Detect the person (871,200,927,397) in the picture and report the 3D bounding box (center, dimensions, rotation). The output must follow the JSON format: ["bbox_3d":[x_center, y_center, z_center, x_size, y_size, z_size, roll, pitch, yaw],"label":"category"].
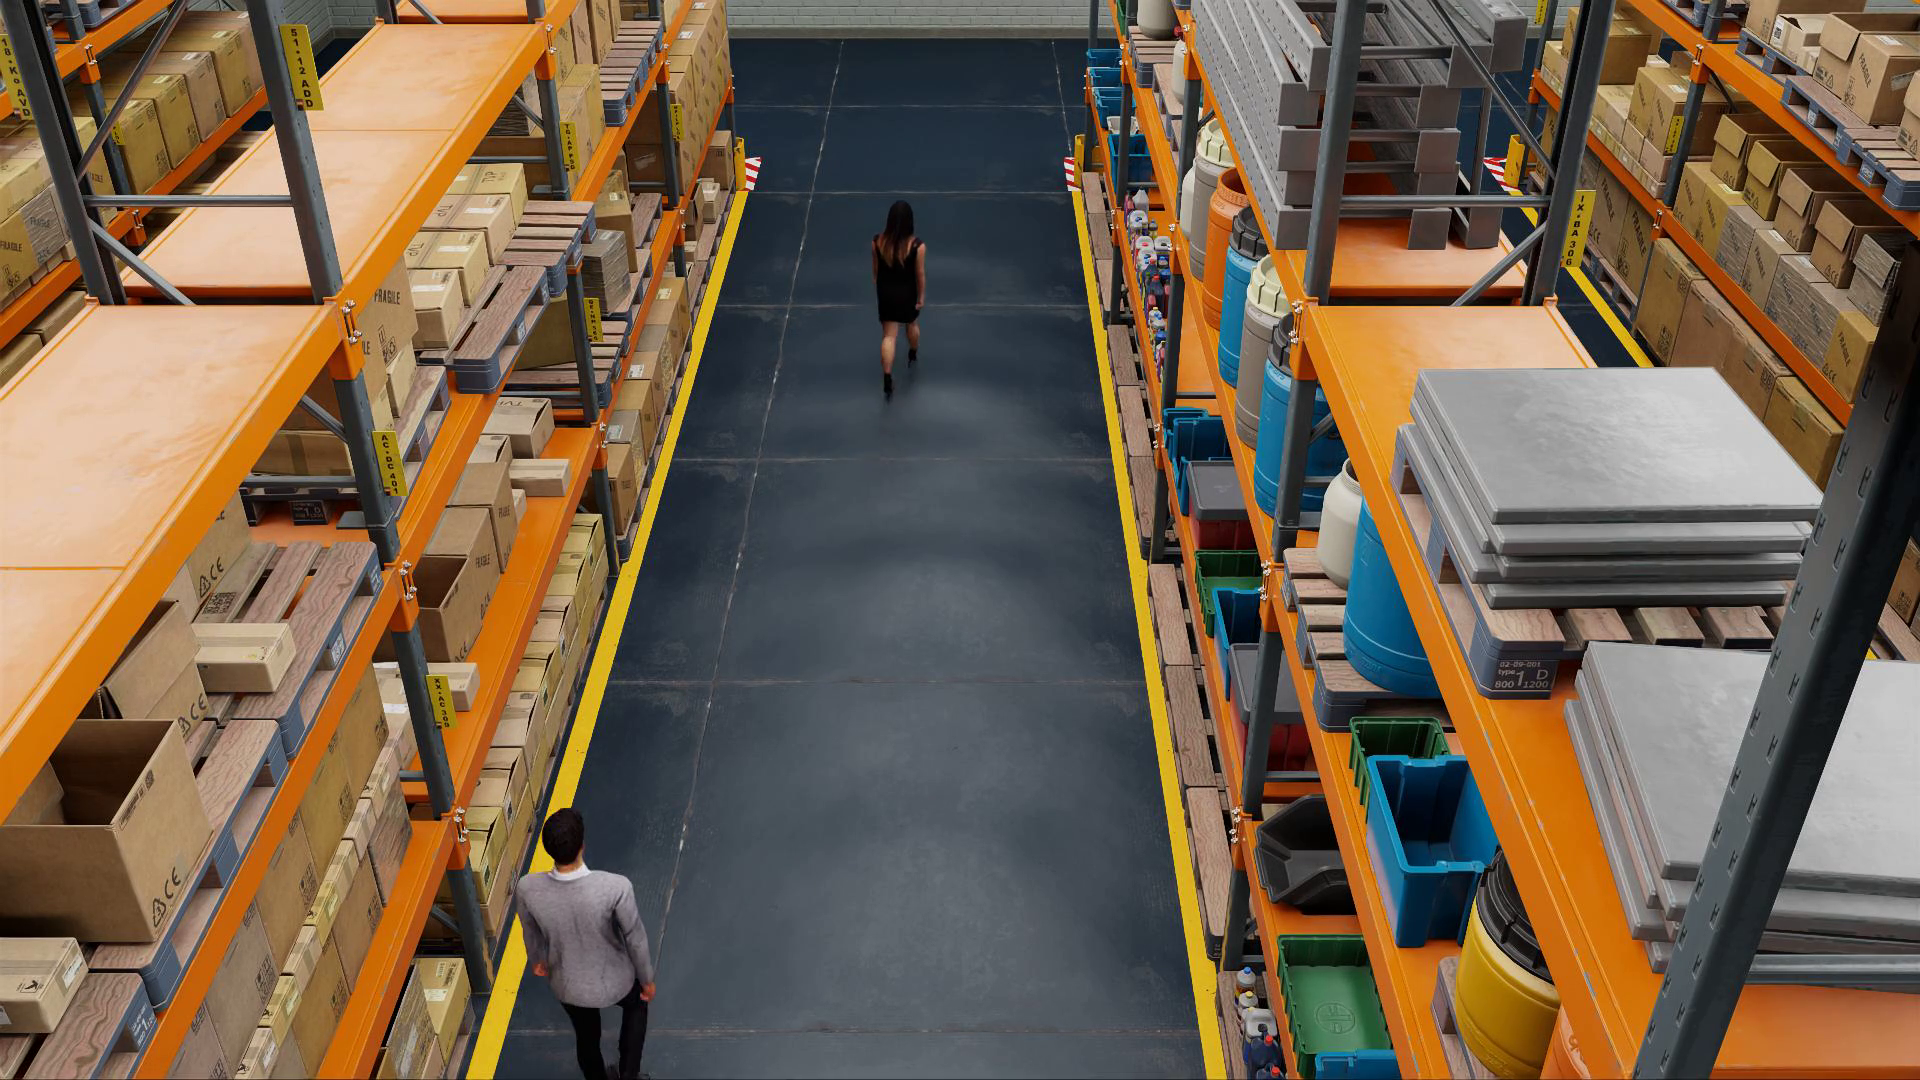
[{"bbox_3d":[-0.555,-2.054,14.416,0.762,1.668,1.109,5,33,7],"label":"person"}]

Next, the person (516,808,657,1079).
[{"bbox_3d":[-1.745,2.098,7.810,0.771,1.910,0.623,1,33,2],"label":"person"}]
